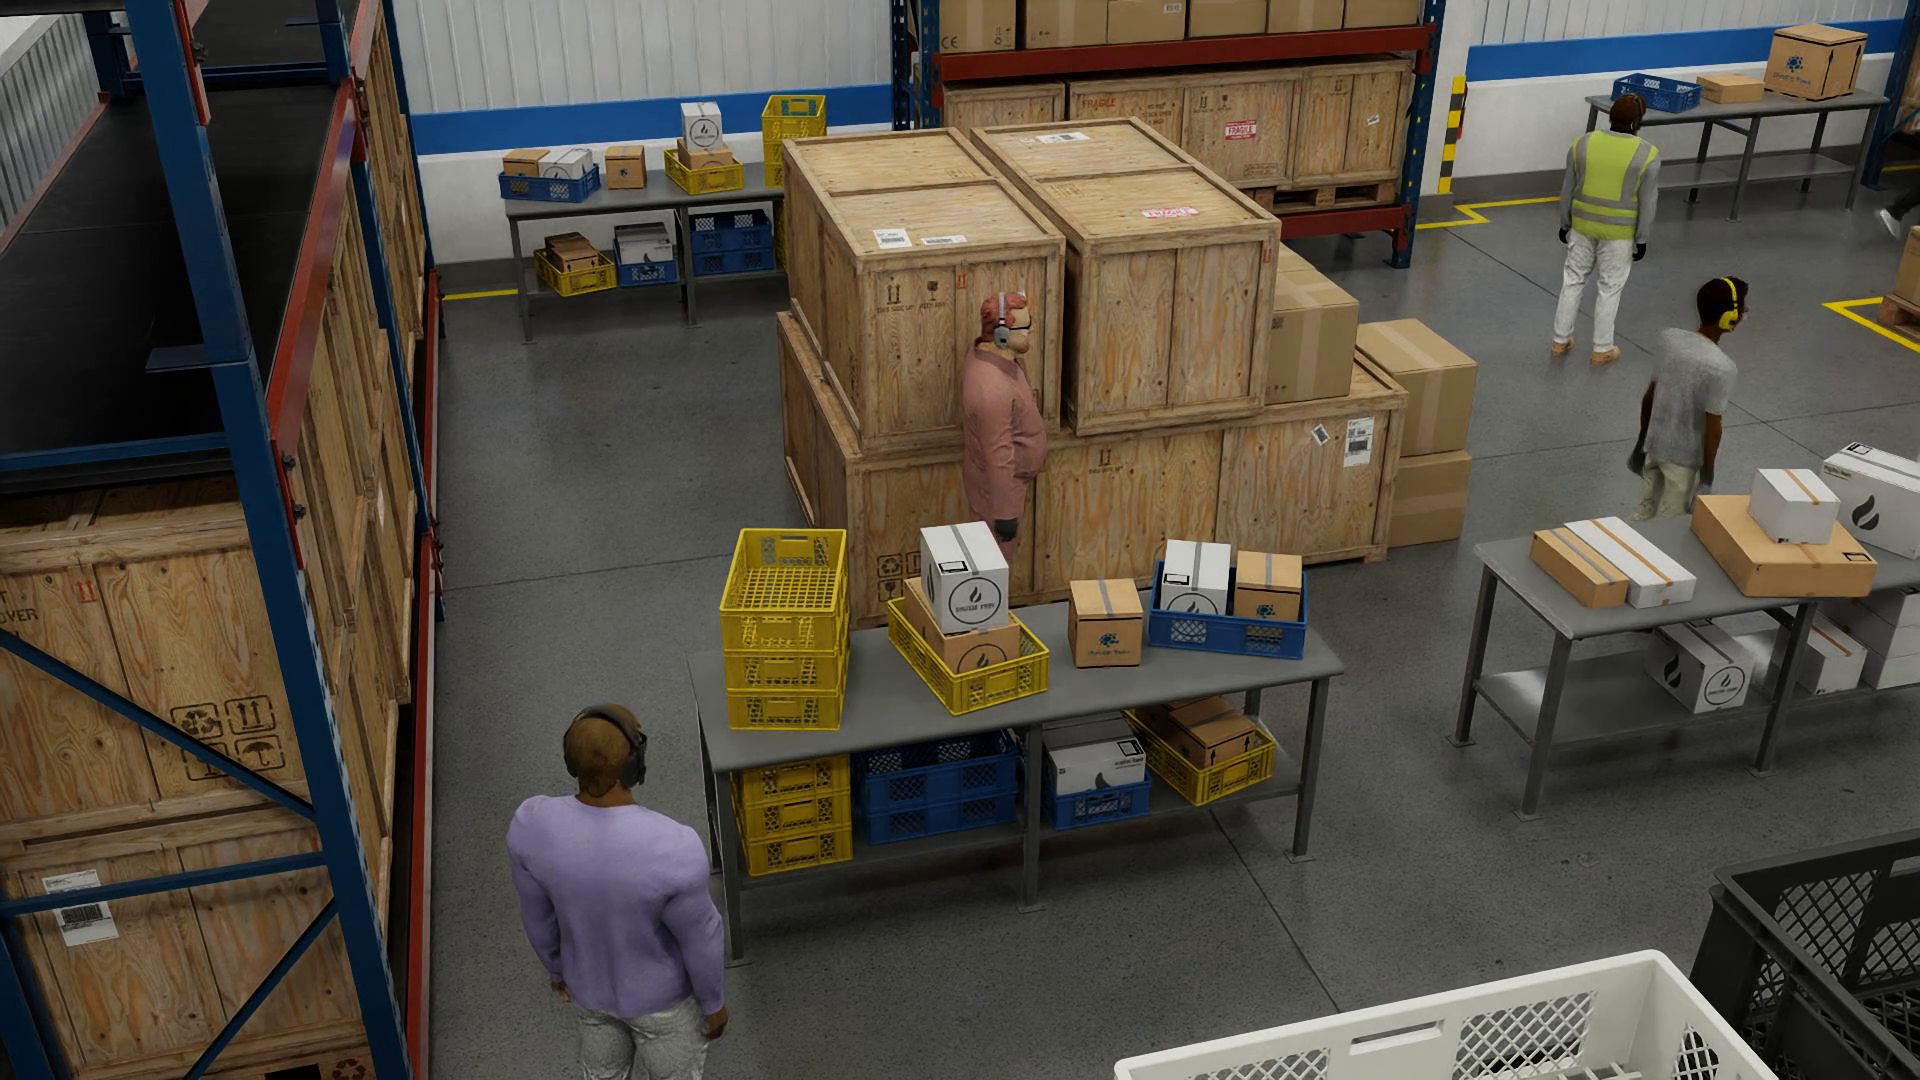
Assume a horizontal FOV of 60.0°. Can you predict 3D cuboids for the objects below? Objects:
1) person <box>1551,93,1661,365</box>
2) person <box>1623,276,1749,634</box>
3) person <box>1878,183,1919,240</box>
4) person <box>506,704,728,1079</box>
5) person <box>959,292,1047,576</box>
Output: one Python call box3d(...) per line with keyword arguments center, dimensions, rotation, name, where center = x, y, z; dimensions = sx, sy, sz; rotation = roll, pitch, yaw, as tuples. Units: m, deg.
box3d(center=(4.380, -2.107, 11.296), dimensions=(0.636, 1.842, 0.429), rotation=(22, 36, 34), name="person")
box3d(center=(3.518, -0.402, 8.205), dimensions=(0.409, 1.853, 0.574), rotation=(-9, 30, -16), name="person")
box3d(center=(7.880, -3.229, 13.277), dimensions=(0.492, 1.895, 0.623), rotation=(3, 29, 5), name="person")
box3d(center=(-0.979, 1.320, 4.979), dimensions=(0.628, 1.939, 0.373), rotation=(8, 30, 14), name="person")
box3d(center=(0.204, -0.261, 7.878), dimensions=(0.405, 1.911, 0.636), rotation=(-2, 29, -4), name="person")
